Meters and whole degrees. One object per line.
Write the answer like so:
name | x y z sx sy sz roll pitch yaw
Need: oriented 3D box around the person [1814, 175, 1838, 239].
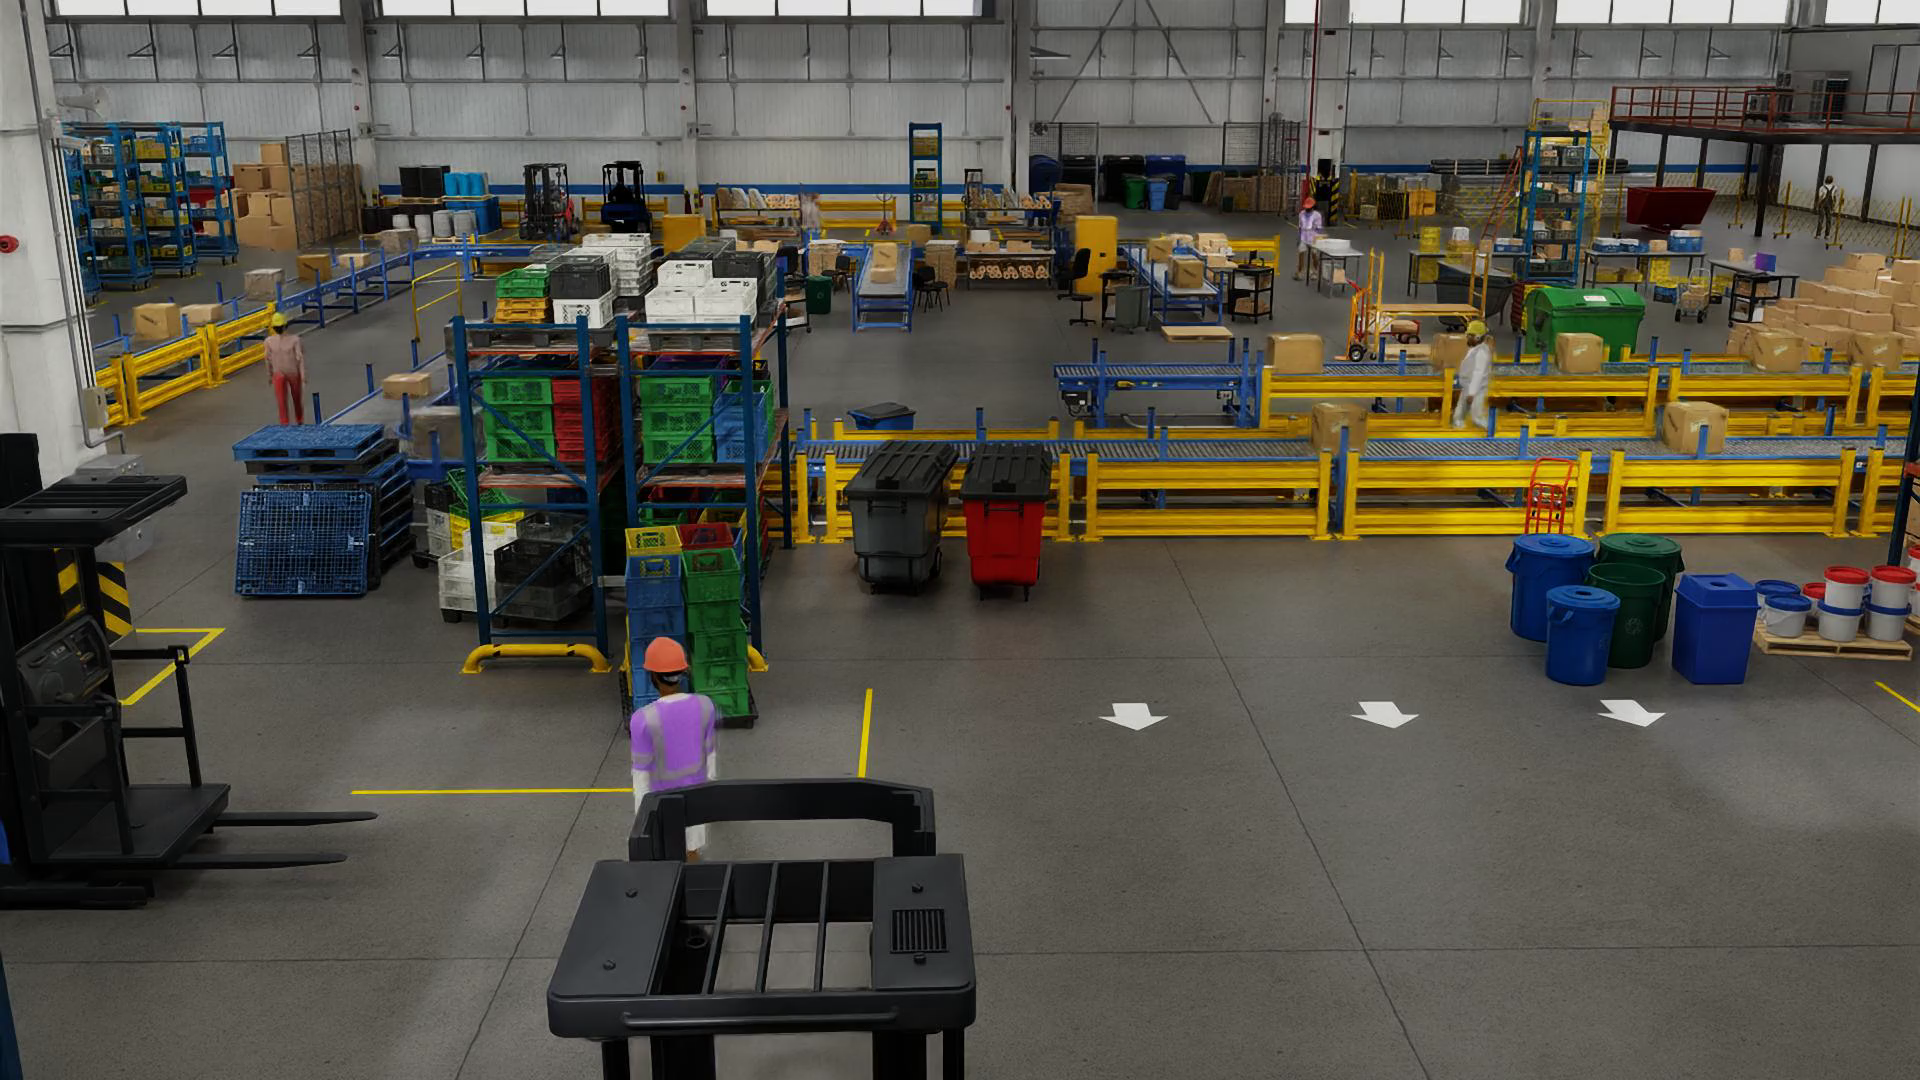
person | 25.486 -9.790 48.947 0.513 1.846 0.340 2 16 8

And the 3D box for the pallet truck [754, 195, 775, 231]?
pallet truck | -6.051 -9.967 50.660 0.680 1.201 1.601 0 16 -1

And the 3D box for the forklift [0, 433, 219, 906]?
forklift | -5.952 0.780 10.366 1.873 2.768 1.129 0 16 -1

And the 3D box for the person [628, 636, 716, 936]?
person | -1.670 1.483 9.629 0.580 1.916 0.471 -13 21 -39

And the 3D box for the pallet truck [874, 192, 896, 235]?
pallet truck | -2.277 -9.986 50.594 0.653 1.274 1.630 0 16 -1

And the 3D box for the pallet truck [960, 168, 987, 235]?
pallet truck | 0.383 -10.230 50.206 0.823 1.965 1.885 -1 16 -3

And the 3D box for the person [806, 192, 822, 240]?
person | -3.633 -7.906 42.384 0.988 1.854 0.669 -2 16 -8

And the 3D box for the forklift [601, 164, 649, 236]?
forklift | -9.948 -10.127 49.296 1.157 1.987 2.680 -1 16 -3

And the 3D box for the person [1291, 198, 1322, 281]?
person | 8.252 -7.133 39.485 0.660 1.963 1.063 12 20 35

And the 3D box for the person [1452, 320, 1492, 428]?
person | 6.843 -2.007 21.976 0.805 1.803 0.595 1 16 2

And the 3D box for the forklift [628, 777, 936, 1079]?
forklift | -0.542 2.165 5.552 1.129 2.768 1.873 -1 16 -2

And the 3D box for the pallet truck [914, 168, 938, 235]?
pallet truck | -0.989 -10.316 50.507 0.823 1.965 1.885 1 16 3

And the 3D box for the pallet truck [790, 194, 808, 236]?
pallet truck | -4.814 -9.883 50.259 0.704 1.261 1.522 -1 16 -3

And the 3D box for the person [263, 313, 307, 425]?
person | -9.374 -2.307 23.163 0.535 1.720 0.893 -3 16 -12

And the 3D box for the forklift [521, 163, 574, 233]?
forklift | -12.233 -10.122 49.298 1.157 1.987 2.680 0 16 -1
